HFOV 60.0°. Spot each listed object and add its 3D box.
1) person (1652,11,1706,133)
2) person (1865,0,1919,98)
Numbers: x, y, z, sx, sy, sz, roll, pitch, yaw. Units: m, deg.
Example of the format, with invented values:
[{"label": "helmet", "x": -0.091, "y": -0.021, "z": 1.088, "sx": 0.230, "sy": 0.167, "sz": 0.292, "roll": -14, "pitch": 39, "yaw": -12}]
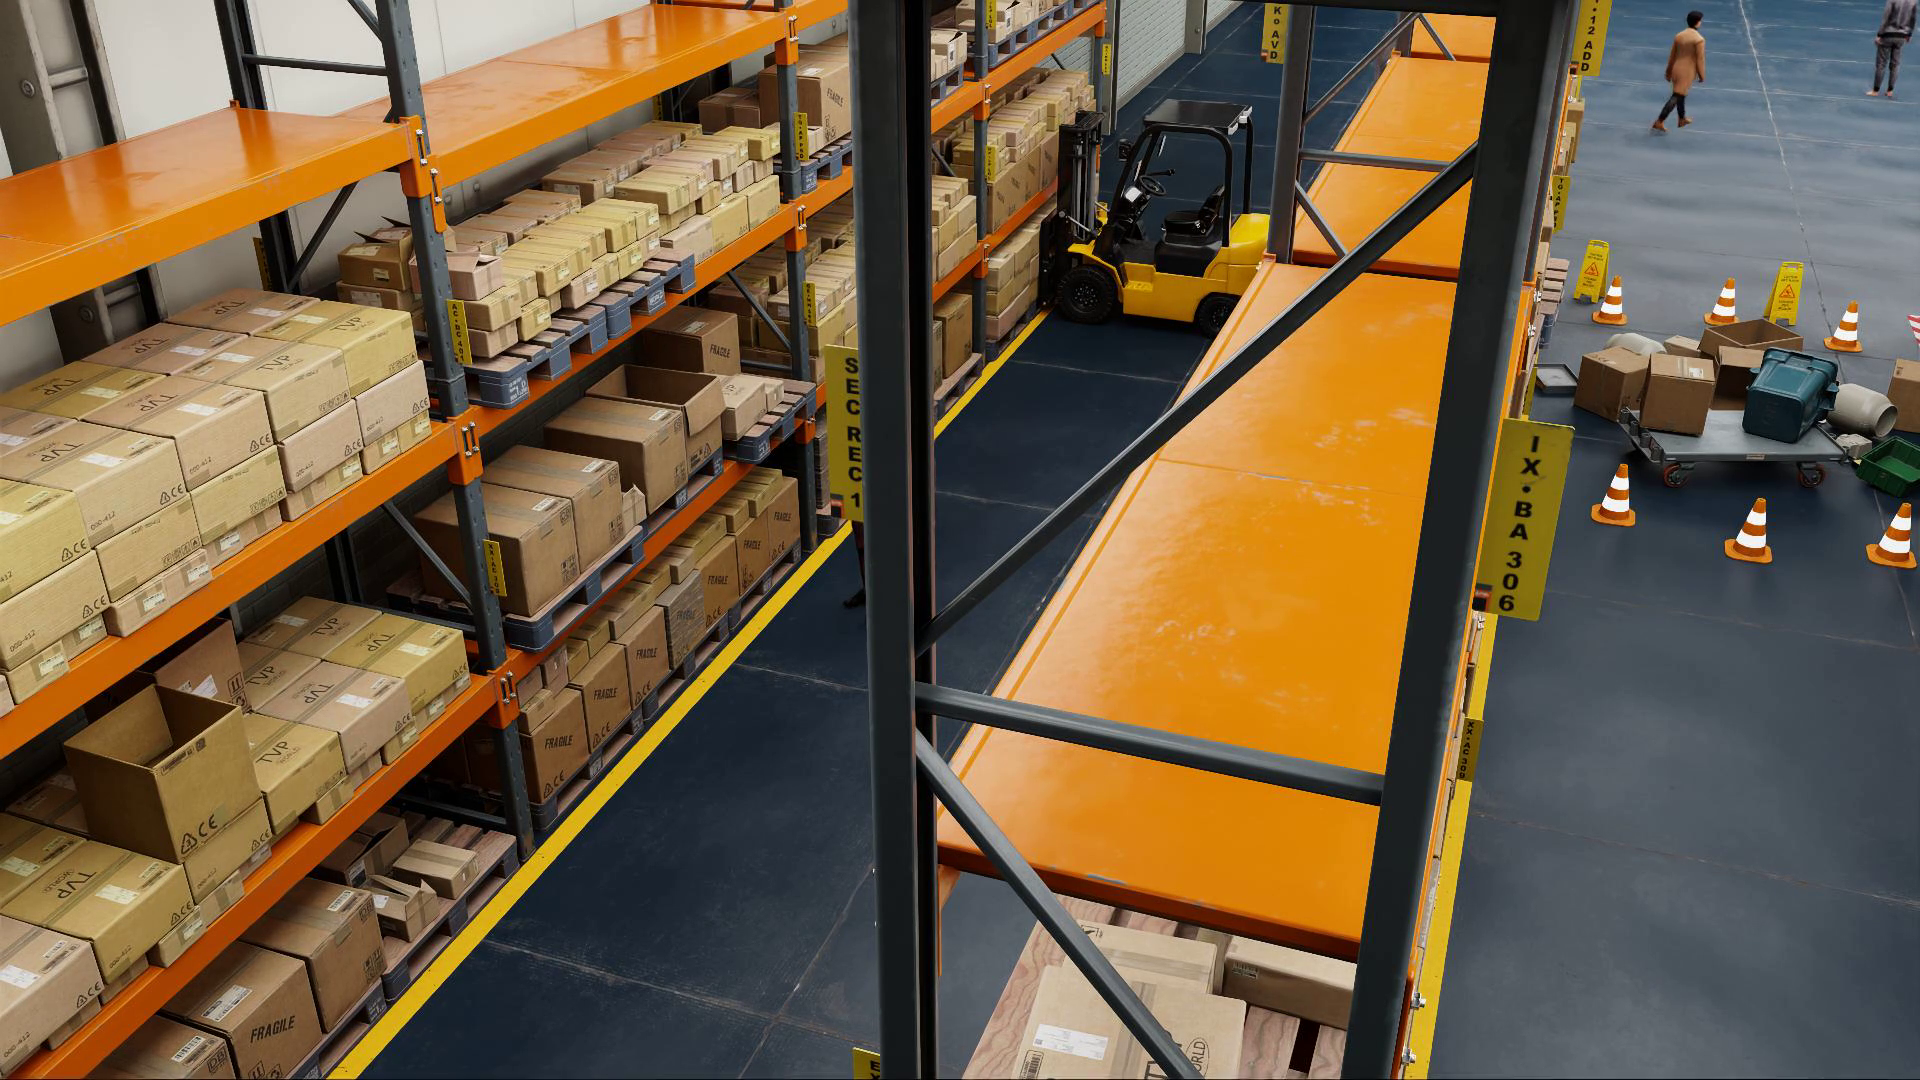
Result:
[{"label": "person", "x": 10.387, "y": -6.722, "z": 23.991, "sx": 1.174, "sy": 1.691, "sz": 1.123, "roll": -12, "pitch": 30, "yaw": -22}, {"label": "person", "x": 14.611, "y": -7.883, "z": 26.007, "sx": 0.741, "sy": 1.844, "sz": 0.639, "roll": 2, "pitch": 28, "yaw": 4}]
